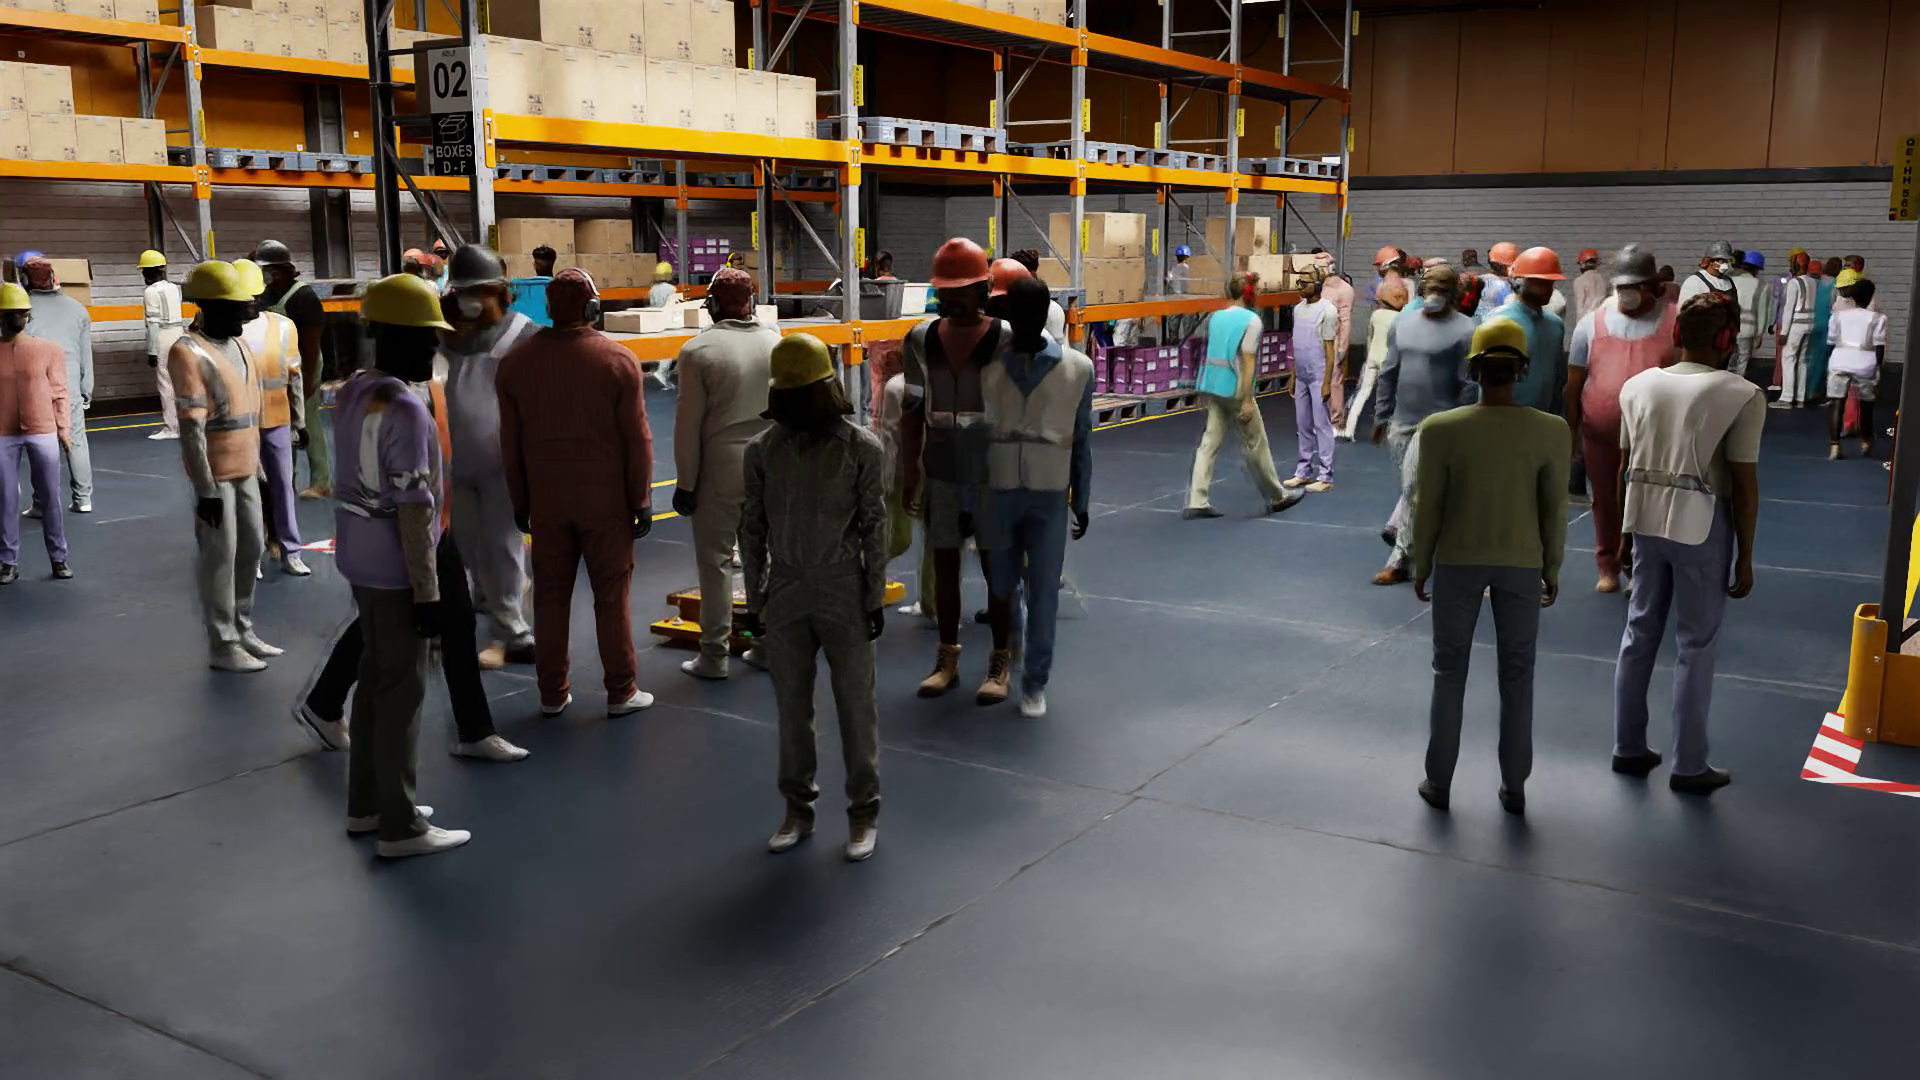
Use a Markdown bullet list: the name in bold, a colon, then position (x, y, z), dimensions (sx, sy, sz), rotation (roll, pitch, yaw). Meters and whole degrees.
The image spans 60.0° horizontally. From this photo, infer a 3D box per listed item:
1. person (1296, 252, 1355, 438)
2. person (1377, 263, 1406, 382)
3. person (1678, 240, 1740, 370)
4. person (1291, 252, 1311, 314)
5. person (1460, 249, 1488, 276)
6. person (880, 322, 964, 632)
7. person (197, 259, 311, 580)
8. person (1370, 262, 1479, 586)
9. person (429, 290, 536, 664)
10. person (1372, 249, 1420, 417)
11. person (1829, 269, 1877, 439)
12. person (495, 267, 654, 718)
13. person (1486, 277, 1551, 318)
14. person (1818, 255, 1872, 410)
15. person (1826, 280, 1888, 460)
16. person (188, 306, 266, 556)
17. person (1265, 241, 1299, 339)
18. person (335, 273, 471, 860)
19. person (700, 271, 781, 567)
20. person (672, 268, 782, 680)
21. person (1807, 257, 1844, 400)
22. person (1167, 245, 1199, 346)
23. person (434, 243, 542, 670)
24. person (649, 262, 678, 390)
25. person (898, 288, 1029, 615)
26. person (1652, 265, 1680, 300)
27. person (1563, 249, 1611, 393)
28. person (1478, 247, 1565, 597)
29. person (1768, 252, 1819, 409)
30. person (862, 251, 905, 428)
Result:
- **person**: position (3.707, -1.986, 17.052), dimensions (0.635, 1.900, 0.399), rotation (10, 14, 44)
- **person**: position (5.046, -2.383, 19.426), dimensions (0.454, 1.824, 0.643), rotation (0, 10, -3)
- **person**: position (7.719, -2.064, 17.068), dimensions (0.681, 2.000, 0.535), rotation (-5, 11, -26)
- **person**: position (5.256, -3.476, 25.444), dimensions (0.429, 1.840, 0.635), rotation (3, 11, 15)
- **person**: position (7.938, -3.511, 25.536), dimensions (0.825, 1.893, 0.487), rotation (-6, 12, -31)
- **person**: position (-0.251, -0.335, 8.688), dimensions (0.648, 1.608, 0.526), rotation (10, 14, 44)
- **person**: position (-4.199, -0.709, 9.923), dimensions (0.593, 1.912, 0.398), rotation (-9, 13, -40)
- **person**: position (2.800, -0.699, 9.913), dimensions (0.891, 1.898, 0.639), rotation (-7, 13, -35)
- **person**: position (-2.405, -0.305, 8.002), dimensions (0.977, 1.799, 0.570), rotation (2, 10, 11)
- **person**: position (4.978, -2.296, 18.679), dimensions (0.652, 1.928, 0.770), rotation (-7, 12, -34)
- **person**: position (9.107, -1.895, 17.004), dimensions (0.650, 1.721, 0.545), rotation (-3, 11, -16)
- **person**: position (-1.600, -0.187, 7.042), dimensions (0.641, 1.908, 0.407), rotation (1, 10, 6)
- **person**: position (3.881, -0.986, 11.478), dimensions (0.559, 1.906, 0.537), rotation (-10, 14, -43)
- **person**: position (10.644, -2.473, 19.867), dimensions (0.388, 1.847, 0.563), rotation (-1, 10, -5)
- **person**: position (8.345, -1.587, 15.492), dimensions (0.538, 1.642, 0.875), rotation (9, 13, 40)
- **person**: position (-4.745, -0.757, 10.687), dimensions (0.482, 1.736, 0.340), rotation (-2, 10, -9)
- **person**: position (5.011, -3.615, 25.659), dimensions (0.701, 2.000, 0.753), rotation (2, 10, 12)
- **person**: position (-1.843, 0.086, 5.523), dimensions (0.422, 1.915, 0.589), rotation (-7, 13, -36)
- **person**: position (-1.345, -0.742, 10.319), dimensions (0.510, 1.842, 0.355), rotation (-3, 11, -16)
- **person**: position (-1.050, -0.302, 7.724), dimensions (0.653, 1.895, 0.401), rotation (-9, 14, -41)
- **person**: position (11.077, -2.687, 21.179), dimensions (0.876, 1.801, 0.522), rotation (-8, 13, -37)
- **person**: position (3.408, -3.560, 25.634), dimensions (0.605, 1.939, 0.411), rotation (2, 10, 9)
- **person**: position (-2.240, -0.427, 7.996), dimensions (0.696, 2.000, 0.695), rotation (3, 11, 16)
- **person**: position (-3.992, -2.880, 22.429), dimensions (0.513, 1.727, 0.424), rotation (7, 13, 35)
- **person**: position (0.092, -0.505, 8.867), dimensions (0.764, 1.892, 0.602), rotation (3, 11, 16)
- **person**: position (10.856, -3.420, 25.707), dimensions (0.279, 1.632, 0.502), rotation (-10, 14, -43)
- **person**: position (8.251, -2.797, 21.505), dimensions (0.628, 1.926, 1.035), rotation (-3, 11, -17)
- **person**: position (3.185, -0.654, 9.428), dimensions (0.609, 1.985, 0.412), rotation (-6, 12, -29)
- **person**: position (10.075, -2.515, 20.025), dimensions (0.589, 1.876, 0.359), rotation (-7, 13, -35)
- **person**: position (-0.787, -2.099, 17.636), dimensions (0.599, 1.909, 0.401), rotation (-8, 13, -39)
